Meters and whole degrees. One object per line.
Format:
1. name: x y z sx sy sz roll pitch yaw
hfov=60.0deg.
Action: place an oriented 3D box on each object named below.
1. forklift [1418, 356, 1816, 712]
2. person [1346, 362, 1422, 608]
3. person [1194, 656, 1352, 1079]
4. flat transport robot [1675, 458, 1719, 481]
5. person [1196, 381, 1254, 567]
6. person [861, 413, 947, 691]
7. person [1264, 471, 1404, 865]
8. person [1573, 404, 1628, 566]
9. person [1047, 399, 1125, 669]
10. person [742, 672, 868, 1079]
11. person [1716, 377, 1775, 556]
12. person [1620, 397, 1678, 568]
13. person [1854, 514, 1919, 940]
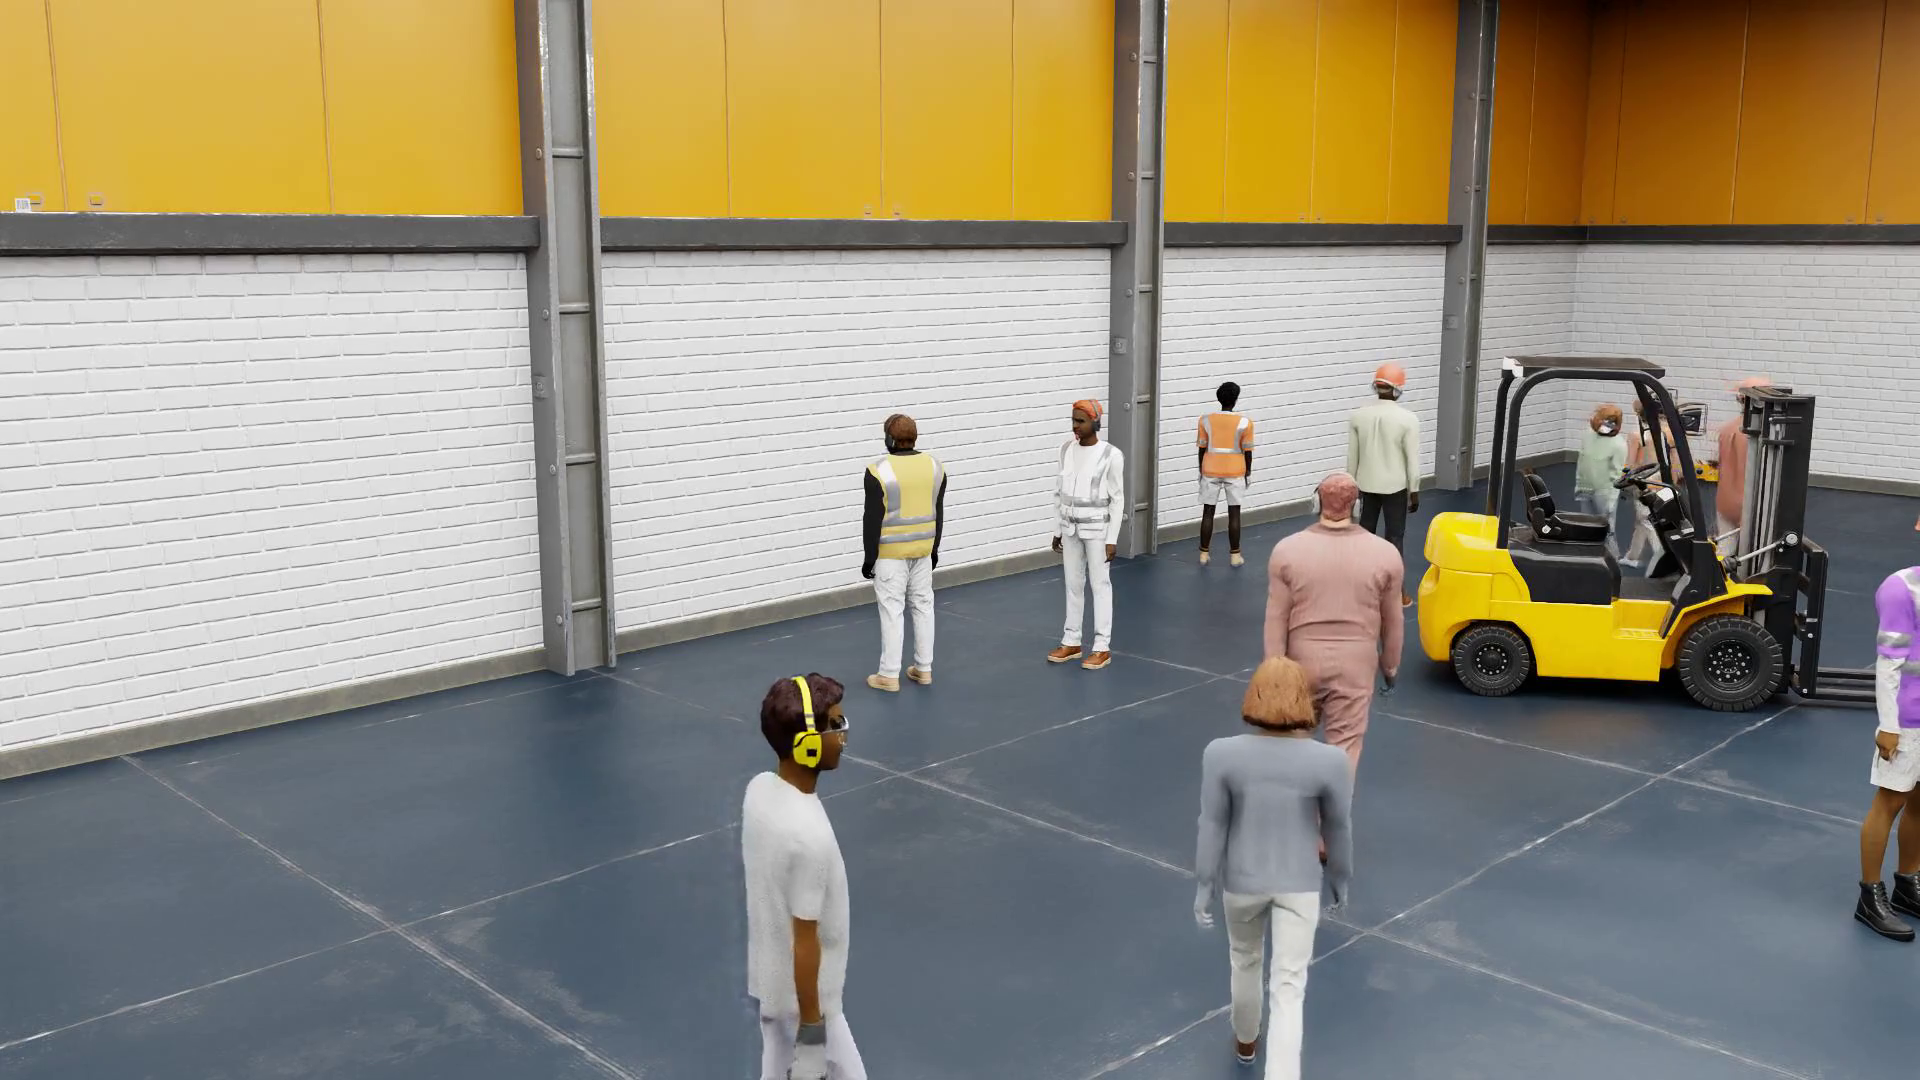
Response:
1. forklift: 4.276 -0.101 11.076 2.313 2.155 1.214 2 11 13
2. person: 3.432 -0.435 13.439 0.622 1.992 0.395 8 13 37
3. person: 1.077 1.184 5.726 0.520 1.586 0.871 3 11 13
4. flat transport robot: 8.698 -0.901 20.686 1.431 0.197 0.652 3 11 18
5. person: 2.414 -0.597 15.175 0.529 1.690 0.321 3 11 18
6. person: -0.394 0.080 11.048 0.625 1.846 0.429 -8 13 -36
7. person: 1.824 0.591 8.141 0.664 1.877 0.758 2 11 12
8. person: 5.416 -0.371 14.161 0.312 1.611 0.598 -4 11 -20
9. person: 0.876 -0.045 11.623 0.574 1.883 0.356 9 14 41
10. person: -0.507 1.266 4.601 0.841 1.845 0.521 -5 11 -24
11. person: 5.904 -0.246 12.508 0.844 1.964 0.634 -2 11 -9
12. person: 6.131 -0.471 14.752 0.534 1.594 0.852 -4 11 -21
13. person: 4.168 0.746 7.153 0.542 1.939 0.362 -4 11 -22
